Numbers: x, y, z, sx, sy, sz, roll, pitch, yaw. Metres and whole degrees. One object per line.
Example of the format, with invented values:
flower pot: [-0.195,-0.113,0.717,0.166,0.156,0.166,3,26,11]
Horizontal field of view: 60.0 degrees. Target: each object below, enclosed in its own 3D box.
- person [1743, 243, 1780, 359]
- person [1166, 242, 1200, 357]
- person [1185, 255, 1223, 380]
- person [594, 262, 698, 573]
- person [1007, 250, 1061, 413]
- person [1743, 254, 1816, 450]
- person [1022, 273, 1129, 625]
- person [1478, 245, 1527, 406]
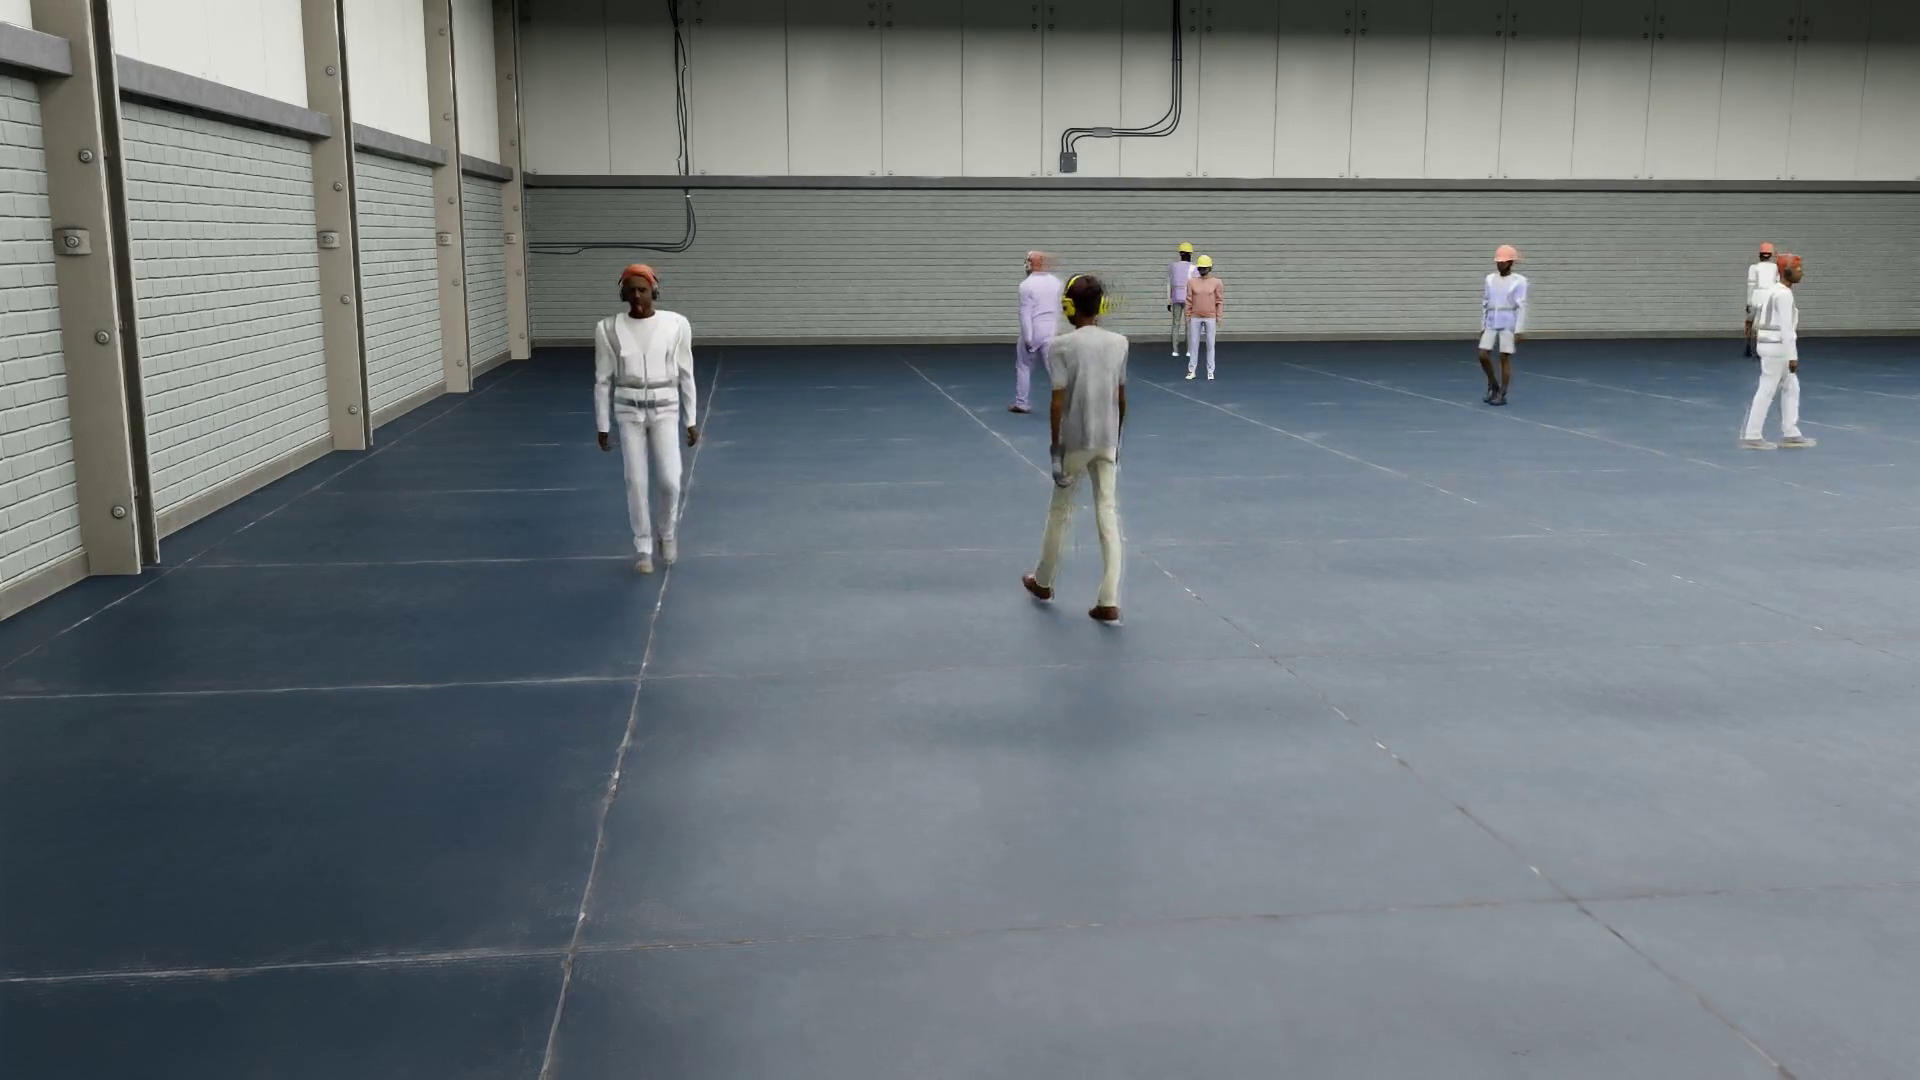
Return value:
person: [13.357,-3.973,27.697,0.560,1.920,0.548,1,10,7]
person: [3.769,-4.045,28.070,0.589,1.924,0.384,5,11,26]
person: [3.451,-3.146,23.579,0.529,1.765,0.327,3,11,17]
person: [-1.885,-0.718,9.976,0.604,1.866,0.423,-2,10,-8]
person: [0.927,-2.354,18.947,0.639,1.875,0.872,-8,13,-38]
person: [7.874,-1.765,15.747,0.792,1.854,0.597,4,11,19]
person: [0.655,-0.504,8.943,0.531,1.823,0.954,-4,11,-20]
person: [6.485,-2.563,19.945,0.419,1.920,0.586,-9,14,-42]
